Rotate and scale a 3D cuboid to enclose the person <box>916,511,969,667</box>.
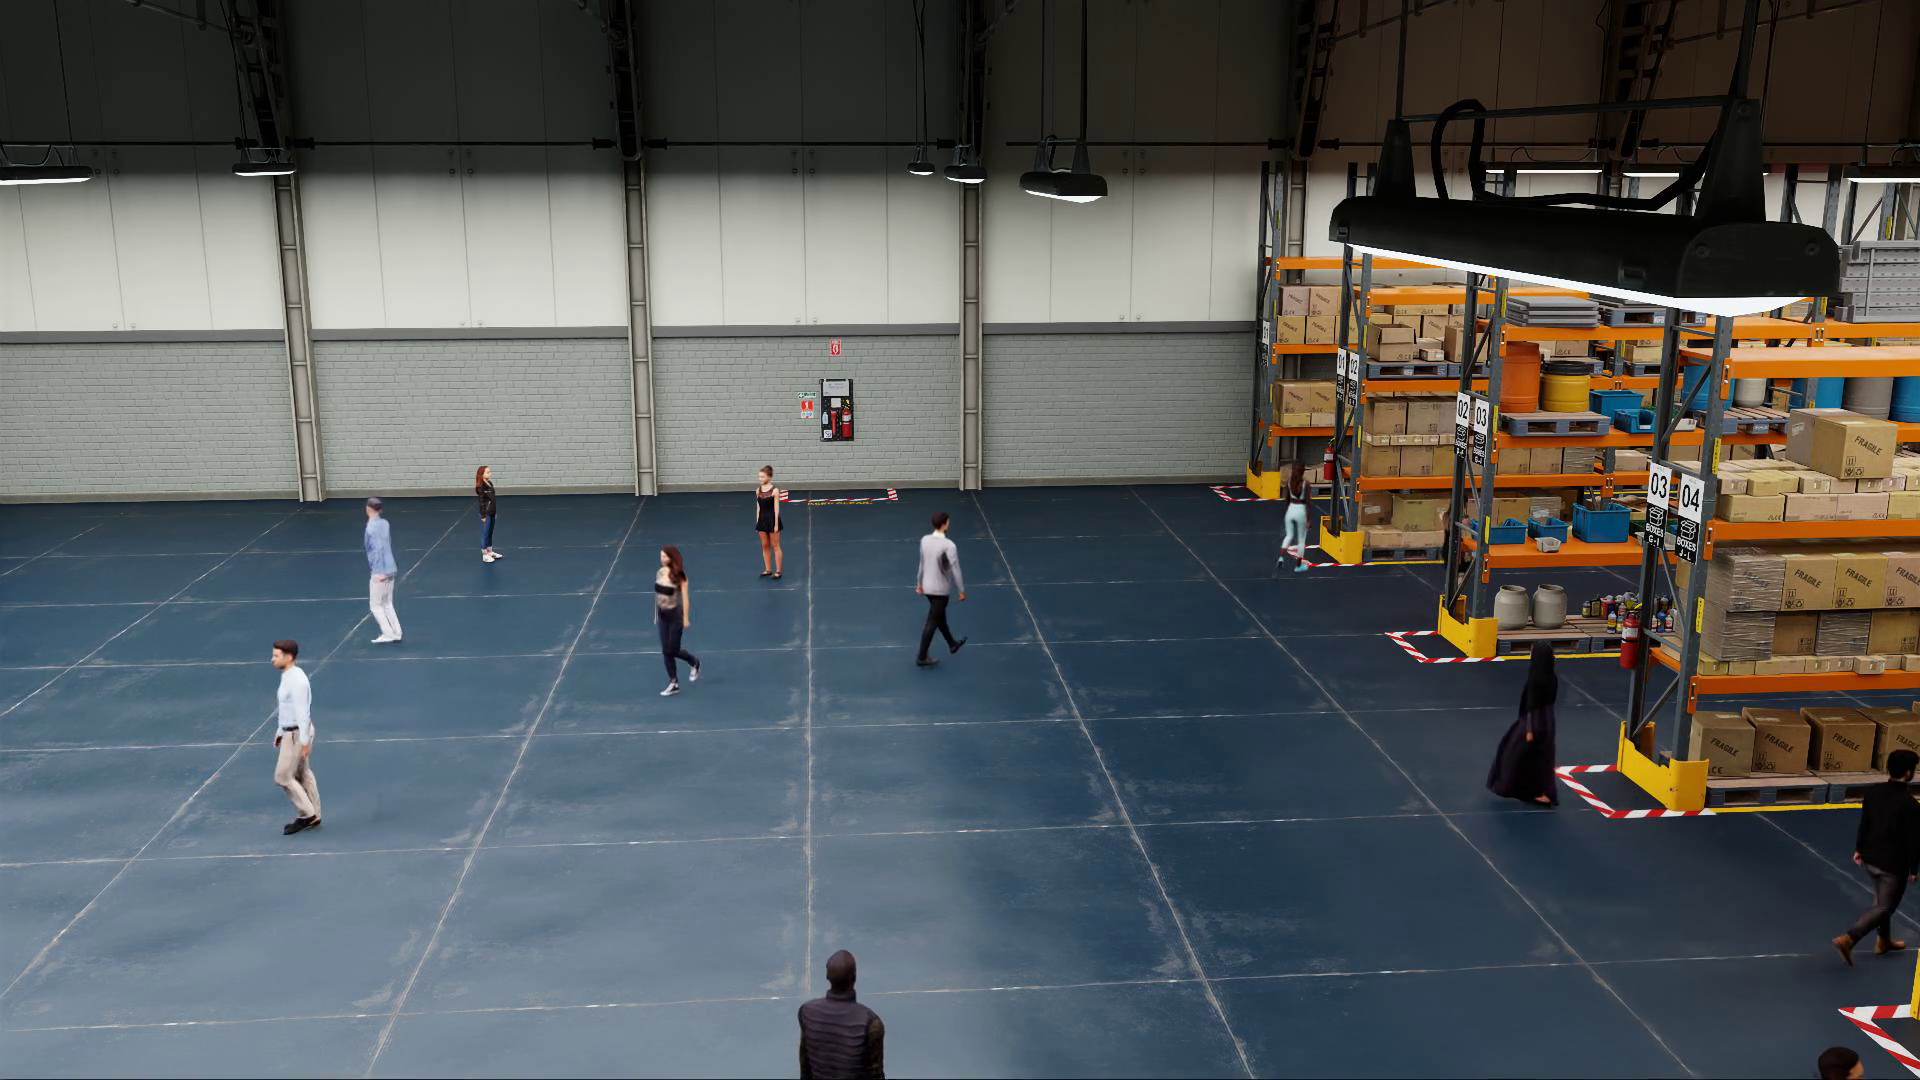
[{"bbox_3d":[-0.348,0.629,20.197,1.327,1.870,1.180,-11,17,-39],"label":"person"}]

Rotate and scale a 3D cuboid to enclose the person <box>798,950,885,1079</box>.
[{"bbox_3d":[-0.686,3.190,9.265,1.150,1.812,1.058,5,14,20],"label":"person"}]

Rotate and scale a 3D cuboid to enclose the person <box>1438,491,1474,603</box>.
[{"bbox_3d":[6.635,0.198,22.424,0.839,1.704,0.783,-6,14,-23],"label":"person"}]

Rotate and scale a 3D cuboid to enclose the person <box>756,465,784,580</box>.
[{"bbox_3d":[-2.804,-0.269,24.493,0.672,1.680,0.751,8,15,31],"label":"person"}]

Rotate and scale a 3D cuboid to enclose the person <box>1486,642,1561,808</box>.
[{"bbox_3d":[5.563,1.768,15.849,0.958,1.612,0.985,-12,18,-43],"label":"person"}]

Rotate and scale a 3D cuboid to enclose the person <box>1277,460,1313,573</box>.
[{"bbox_3d":[4.964,-0.328,24.675,0.900,1.713,0.956,10,17,38],"label":"person"}]

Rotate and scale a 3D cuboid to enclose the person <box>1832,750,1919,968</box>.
[{"bbox_3d":[7.040,2.442,12.722,1.075,1.709,0.761,-3,13,-14],"label":"person"}]

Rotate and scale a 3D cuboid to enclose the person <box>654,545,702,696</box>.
[{"bbox_3d":[-3.279,0.910,19.238,0.882,1.755,0.928,9,16,34],"label":"person"}]

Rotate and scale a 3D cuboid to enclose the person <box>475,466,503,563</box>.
[{"bbox_3d":[-7.282,-0.421,25.587,0.584,1.483,0.608,2,13,9],"label":"person"}]

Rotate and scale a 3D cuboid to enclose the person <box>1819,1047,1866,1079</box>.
[{"bbox_3d":[4.343,3.392,8.414,0.677,1.801,0.712,4,14,17],"label":"person"}]

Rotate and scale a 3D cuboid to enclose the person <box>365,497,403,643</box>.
[{"bbox_3d":[-7.325,0.407,21.199,0.746,1.850,0.784,-1,13,-5],"label":"person"}]

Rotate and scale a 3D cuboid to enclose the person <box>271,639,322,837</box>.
[{"bbox_3d":[-6.007,1.785,15.277,0.732,1.836,0.726,-6,14,-26],"label":"person"}]
